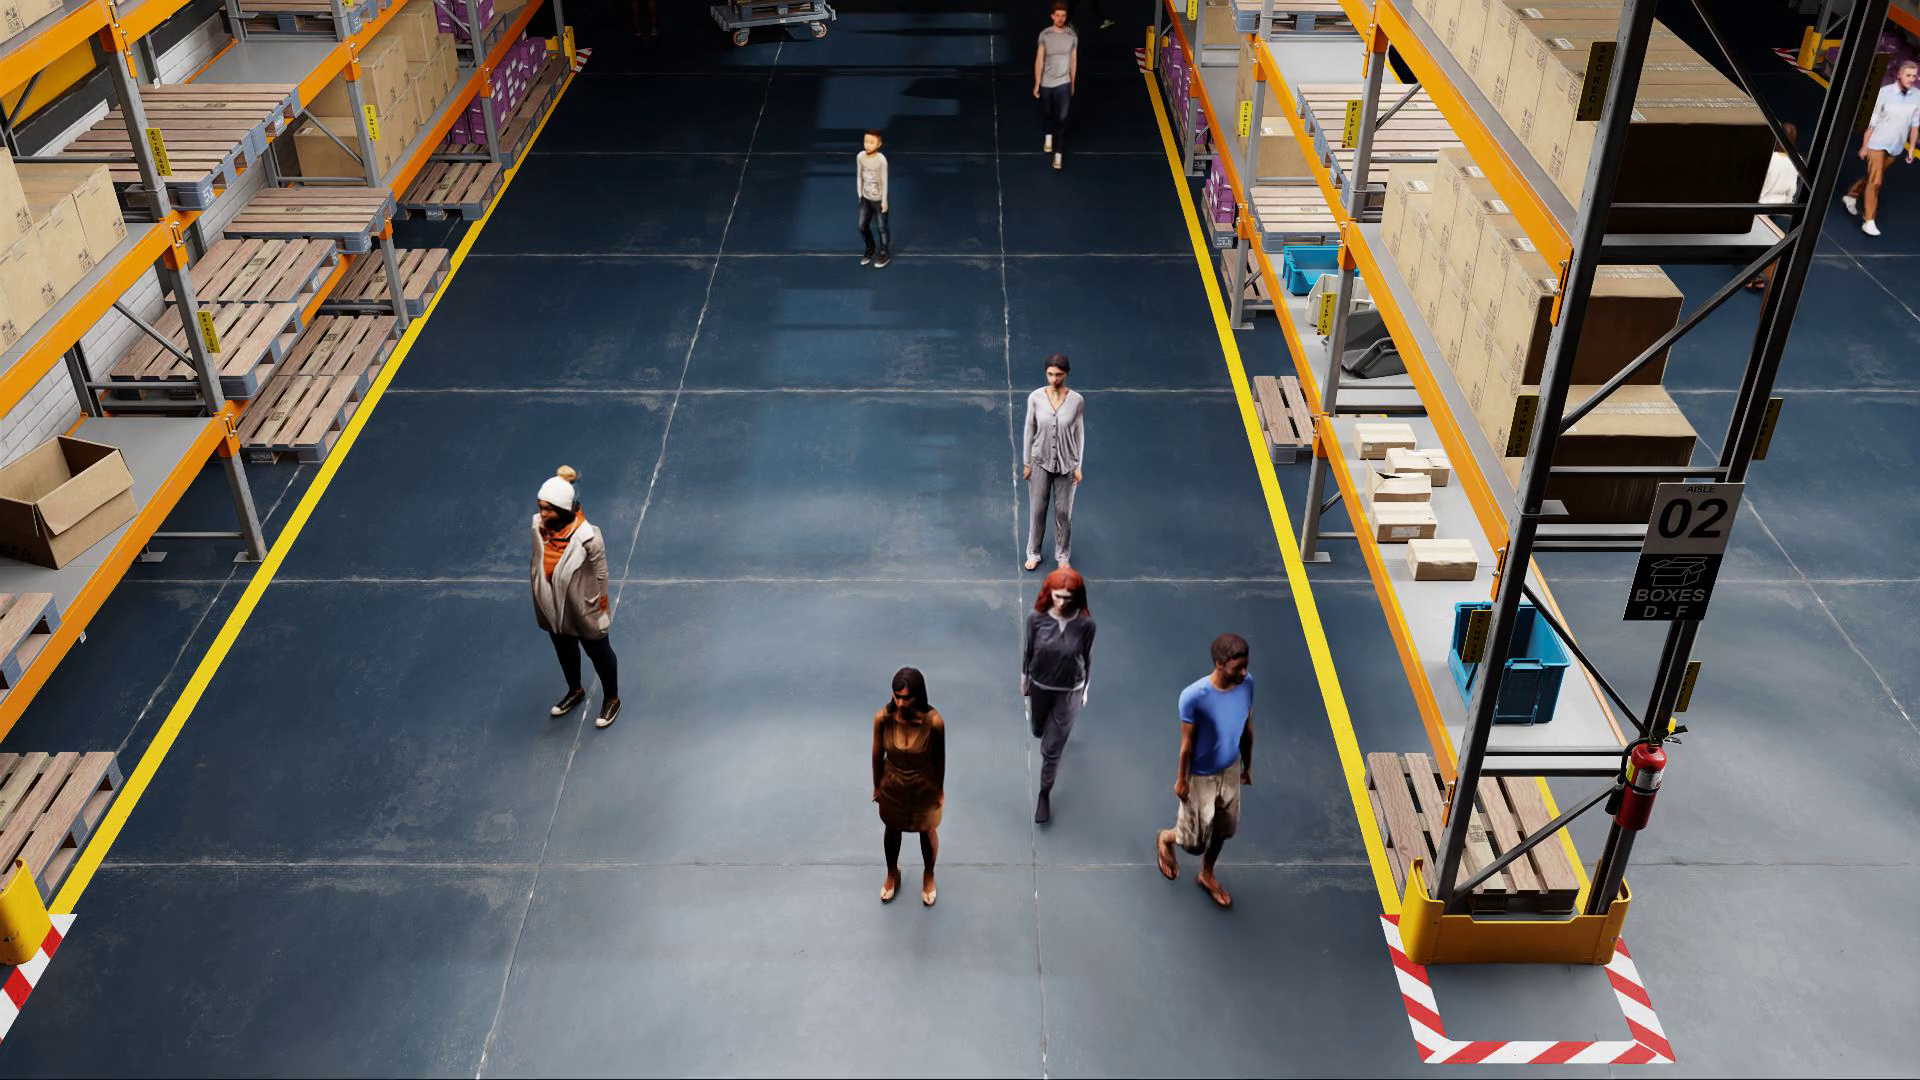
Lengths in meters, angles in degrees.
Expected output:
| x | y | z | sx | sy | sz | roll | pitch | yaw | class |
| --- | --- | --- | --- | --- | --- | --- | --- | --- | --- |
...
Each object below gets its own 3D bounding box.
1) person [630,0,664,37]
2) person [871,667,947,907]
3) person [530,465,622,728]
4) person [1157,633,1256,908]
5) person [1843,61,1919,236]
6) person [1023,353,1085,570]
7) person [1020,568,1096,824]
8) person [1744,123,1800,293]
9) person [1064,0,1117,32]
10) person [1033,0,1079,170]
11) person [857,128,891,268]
| x | y | z | sx | sy | sz | roll | pitch | yaw | class |
| --- | --- | --- | --- | --- | --- | --- | --- | --- | --- |
| -4.544 | -8.111 | 23.566 | 0.668 | 1.863 | 0.584 | 1 | 34 | 2 | person |
| -0.279 | 1.399 | 9.416 | 0.591 | 1.688 | 0.543 | 4 | 34 | 6 | person |
| -2.499 | 0.359 | 10.799 | 0.781 | 1.890 | 0.788 | 12 | 35 | 17 | person |
| 1.381 | 1.254 | 9.482 | 0.844 | 1.857 | 0.926 | -17 | 37 | -23 | person |
| 9.880 | -4.263 | 17.839 | 0.754 | 1.793 | 1.164 | -3 | 34 | -4 | person |
| 0.691 | -0.575 | 12.309 | 0.602 | 1.774 | 0.544 | 2 | 34 | 3 | person |
| 0.602 | 0.861 | 10.164 | 0.751 | 1.758 | 1.049 | 9 | 35 | 13 | person |
| 8.009 | -3.254 | 16.455 | 0.751 | 1.647 | 1.096 | -6 | 34 | -9 | person |
| 1.689 | -8.019 | 23.742 | 0.800 | 1.516 | 0.990 | 10 | 35 | 14 | person |
| 1.095 | -5.346 | 19.422 | 0.725 | 1.846 | 1.221 | 3 | 34 | 5 | person |
| -0.831 | -3.523 | 17.035 | 0.641 | 1.451 | 0.657 | 14 | 36 | 20 | person |
